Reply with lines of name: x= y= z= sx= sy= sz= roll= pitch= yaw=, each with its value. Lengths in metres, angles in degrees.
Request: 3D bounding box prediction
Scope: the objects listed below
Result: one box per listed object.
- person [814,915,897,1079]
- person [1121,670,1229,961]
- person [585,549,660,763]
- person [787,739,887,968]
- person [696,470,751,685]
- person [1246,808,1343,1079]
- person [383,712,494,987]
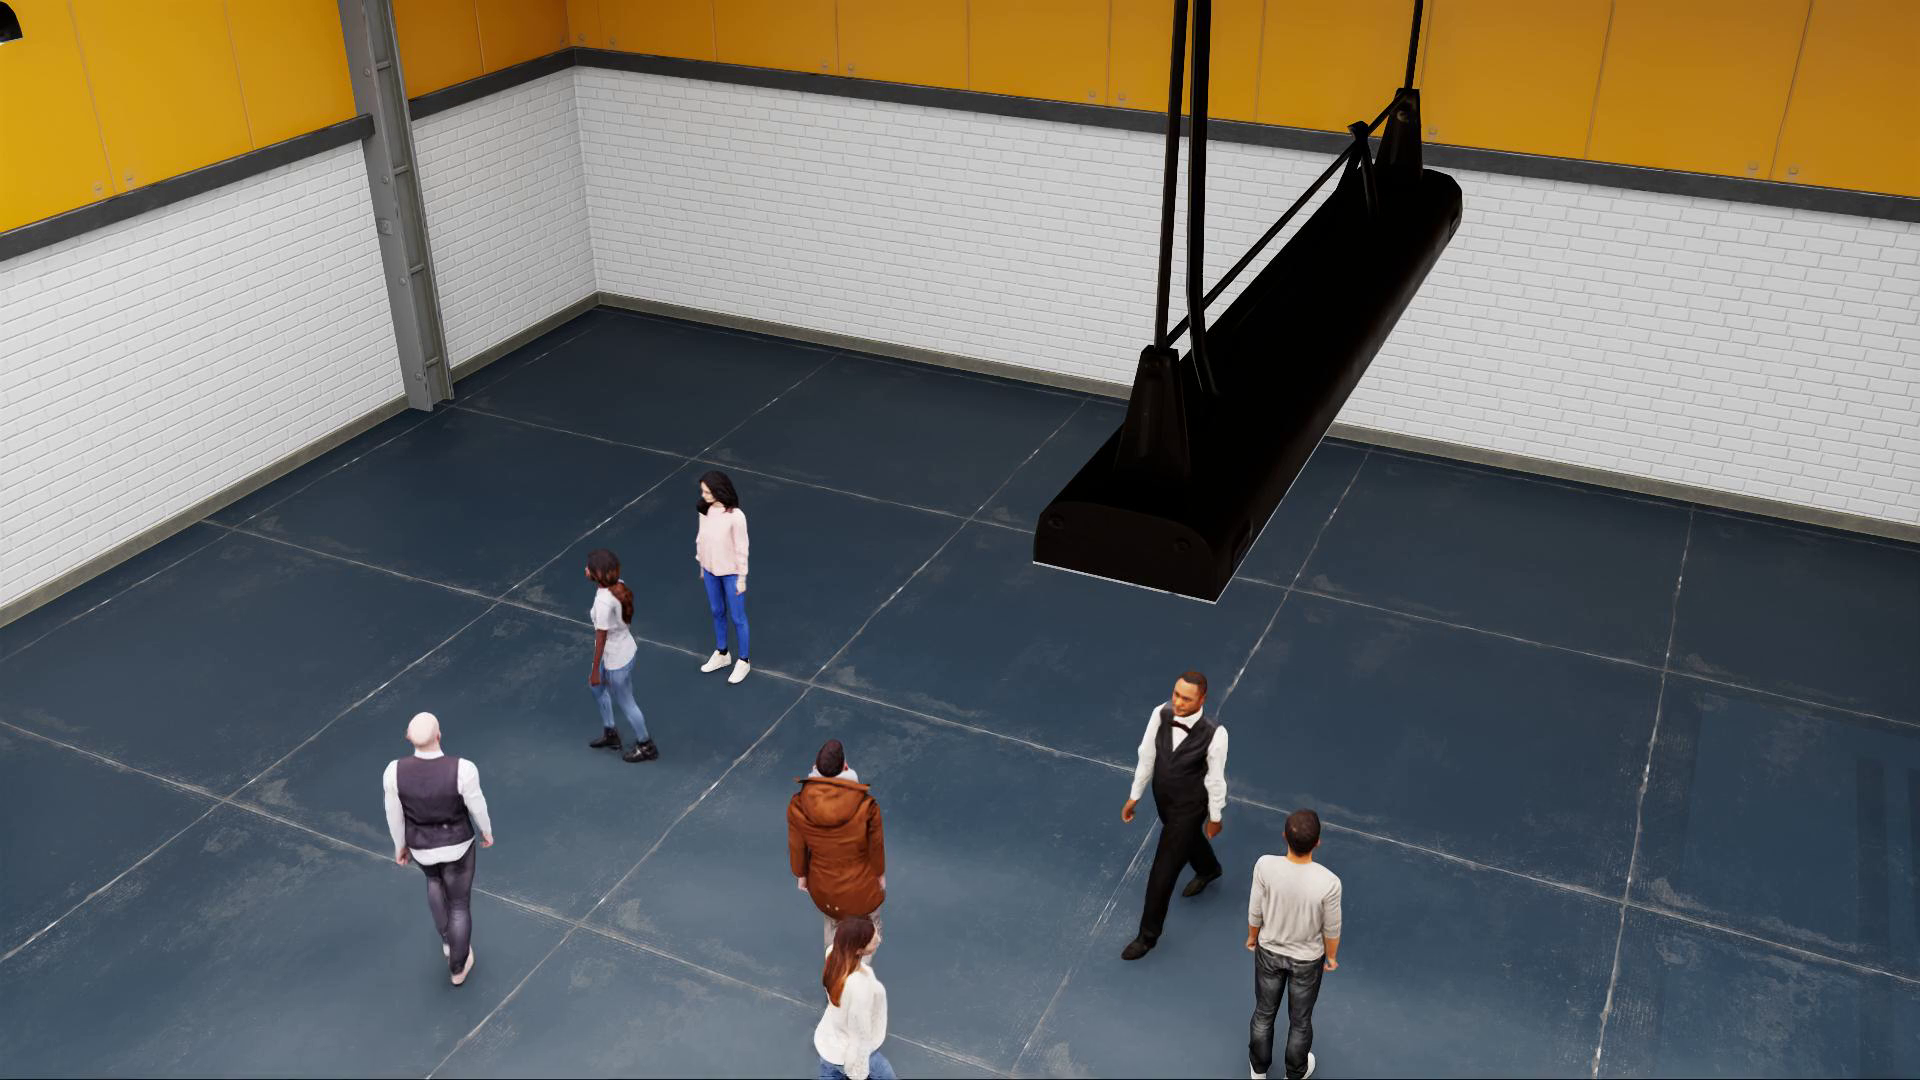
person: x=-0.638 y=2.604 z=8.390 sx=1.059 sy=1.662 sz=0.962 roll=-14 pitch=31 yaw=-24
person: x=1.399 y=1.556 z=10.098 sx=1.396 sy=1.868 sz=1.072 roll=-23 pitch=36 yaw=-35
person: x=-2.312 y=0.829 z=11.598 sx=0.836 sy=1.706 sz=0.806 roll=-1 pitch=29 yaw=-3
person: x=-0.670 y=1.960 z=9.405 sx=0.834 sy=1.821 sz=1.012 roll=5 pitch=29 yaw=9
person: x=-1.775 y=0.250 z=12.598 sx=0.685 sy=1.766 sz=0.618 roll=20 pitch=34 yaw=32
person: x=1.780 y=2.212 z=8.954 sx=0.653 sy=1.811 sz=0.546 roll=11 pitch=31 yaw=20
person: x=-3.016 y=1.846 z=9.633 sx=0.851 sy=1.802 sz=0.887 roll=-2 pitch=29 yaw=-4
